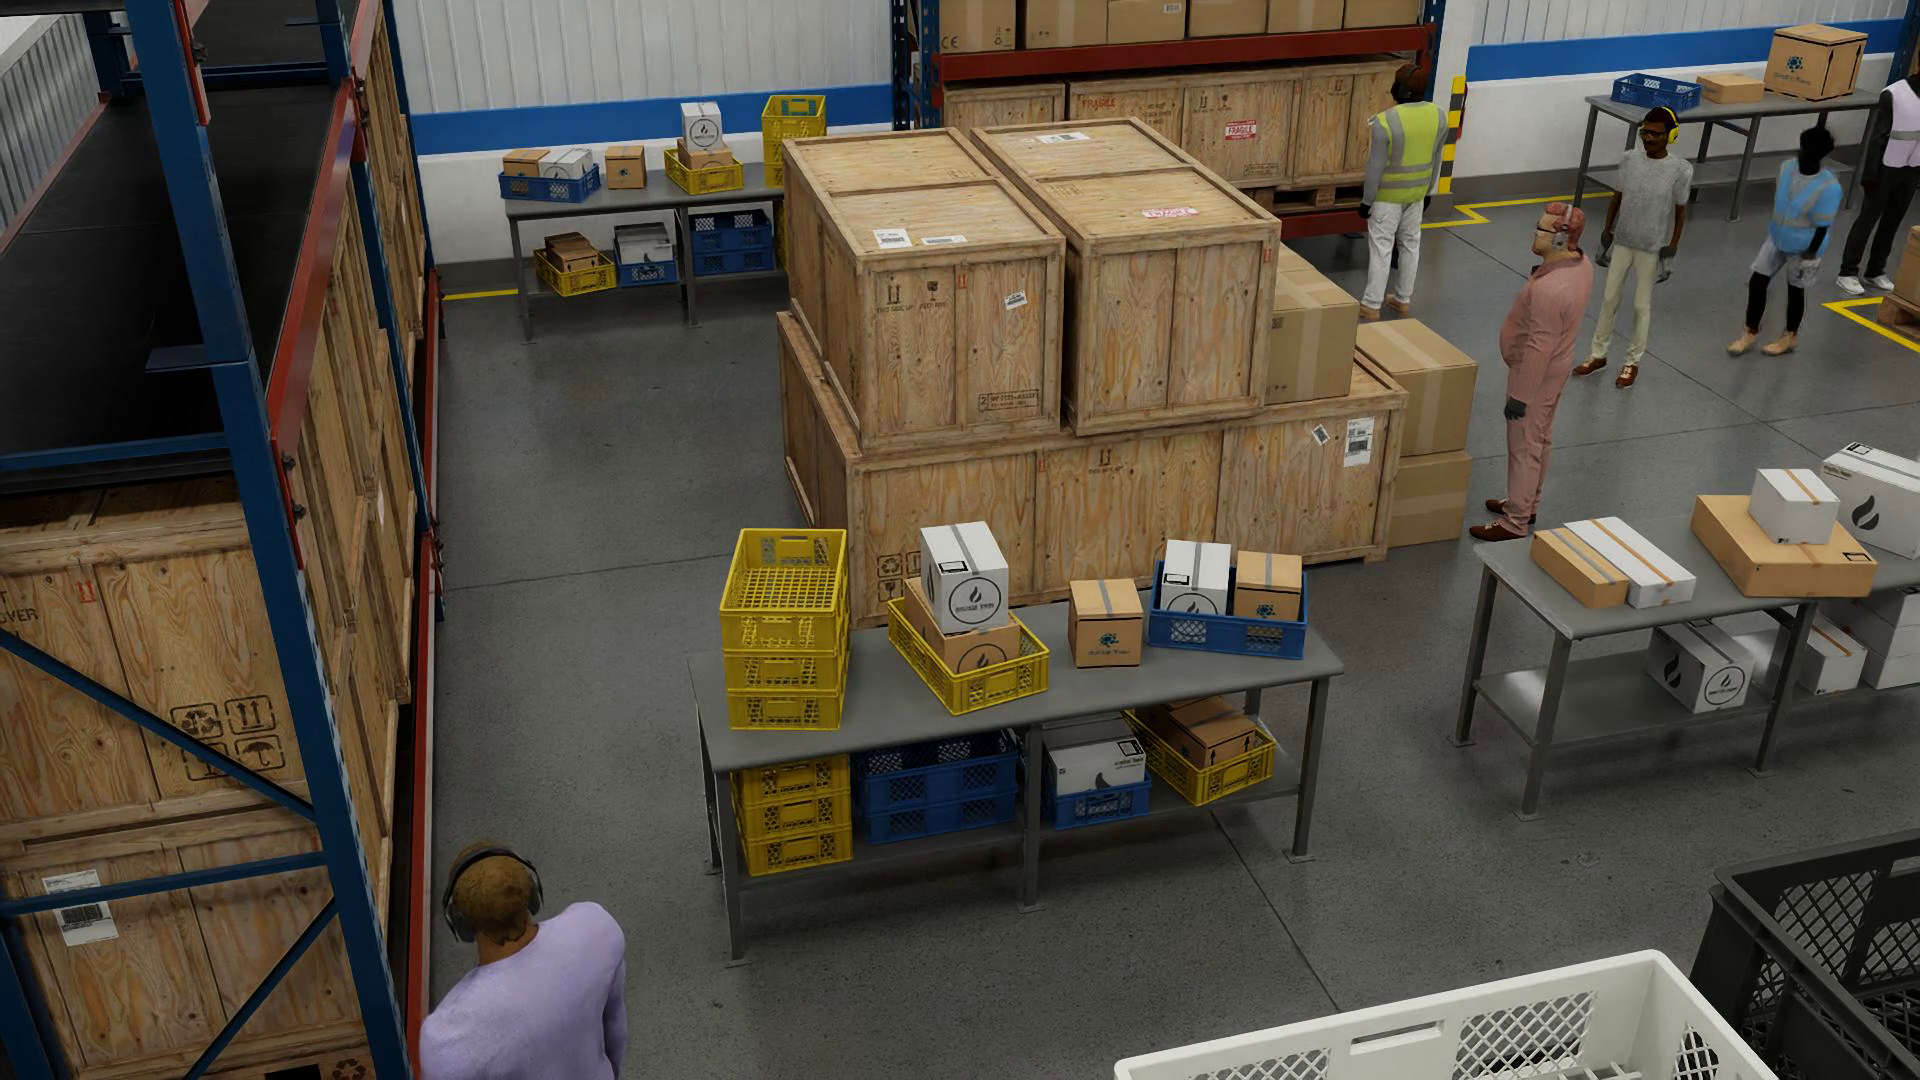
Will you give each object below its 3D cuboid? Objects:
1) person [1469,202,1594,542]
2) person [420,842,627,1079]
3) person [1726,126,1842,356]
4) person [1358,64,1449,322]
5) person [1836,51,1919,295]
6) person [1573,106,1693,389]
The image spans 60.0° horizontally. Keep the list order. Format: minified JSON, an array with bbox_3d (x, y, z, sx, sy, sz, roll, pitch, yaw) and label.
[{"bbox_3d":[3.111,-0.900,9.034,0.409,1.913,0.648,16,33,27],"label":"person"},{"bbox_3d":[-1.118,1.605,4.464,0.377,1.936,0.628,18,33,29],"label":"person"},{"bbox_3d":[5.657,-1.996,11.278,0.614,1.647,0.554,-13,31,-22],"label":"person"},{"bbox_3d":[3.150,-2.499,12.006,0.631,1.845,0.429,-12,31,-21],"label":"person"},{"bbox_3d":[7.038,-2.797,12.483,0.593,1.915,0.390,-7,30,-12],"label":"person"},{"bbox_3d":[4.451,-1.919,10.928,0.535,1.868,0.309,25,38,38],"label":"person"}]
